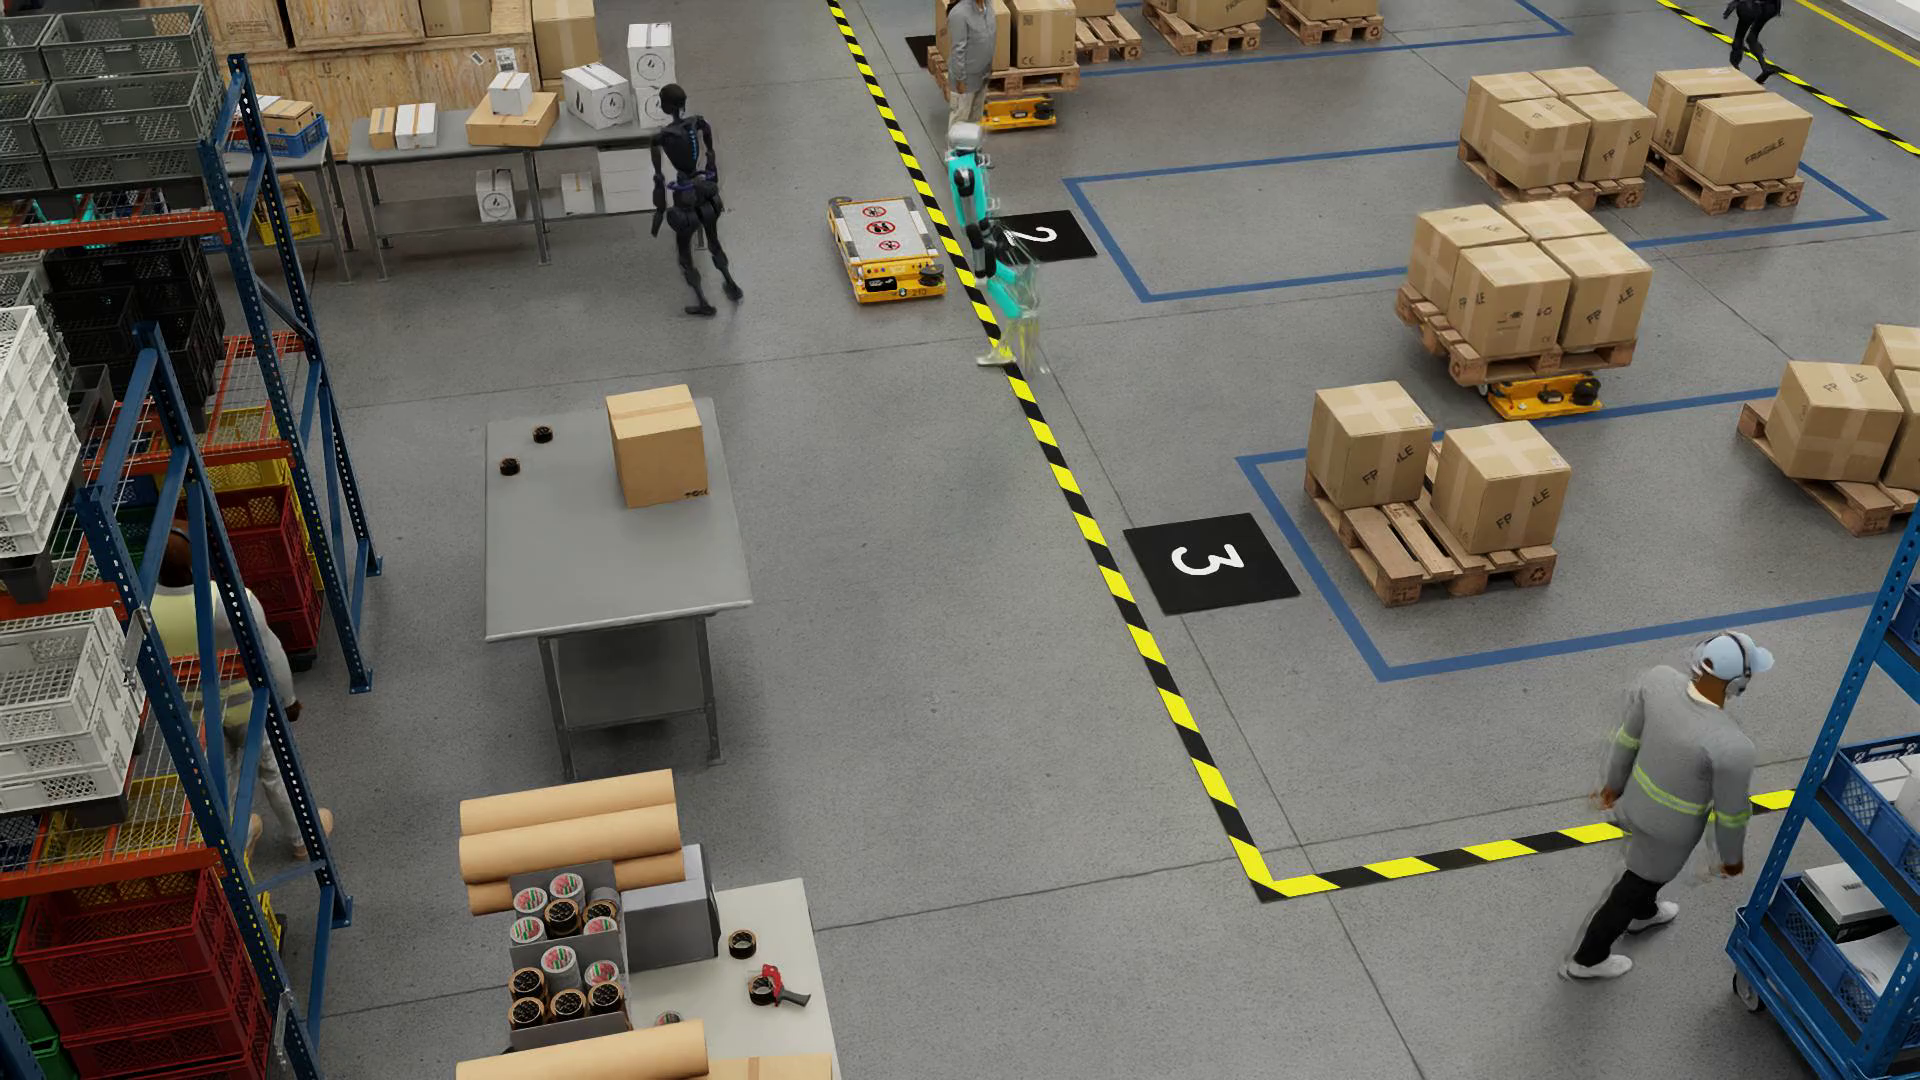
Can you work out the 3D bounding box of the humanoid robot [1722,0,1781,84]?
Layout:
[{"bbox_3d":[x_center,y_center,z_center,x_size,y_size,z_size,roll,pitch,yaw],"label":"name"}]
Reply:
[{"bbox_3d":[7.192,-4.834,14.878,0.611,1.645,0.418,-15,39,-19],"label":"humanoid robot"}]

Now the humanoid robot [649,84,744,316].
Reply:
[{"bbox_3d":[-1.854,-2.357,11.552,0.371,1.641,0.639,27,44,31],"label":"humanoid robot"}]

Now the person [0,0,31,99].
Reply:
[{"bbox_3d":[-8.428,-4.545,14.256,0.402,1.945,0.614,8,37,11],"label":"person"}]

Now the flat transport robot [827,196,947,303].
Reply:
[{"bbox_3d":[-0.570,-2.220,12.538,0.659,0.231,1.431,-8,37,-10],"label":"flat transport robot"}]

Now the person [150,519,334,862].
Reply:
[{"bbox_3d":[-3.222,0.691,7.306,0.627,1.842,0.429,-2,37,-2],"label":"person"}]

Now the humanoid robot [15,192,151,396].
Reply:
[{"bbox_3d":[-5.266,-1.406,10.131,0.531,1.692,0.742,-14,39,-18],"label":"humanoid robot"}]

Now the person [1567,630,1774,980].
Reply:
[{"bbox_3d":[2.968,1.100,6.775,0.786,1.825,0.598,-8,37,-10],"label":"person"}]

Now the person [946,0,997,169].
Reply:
[{"bbox_3d":[0.093,-3.769,13.366,0.404,1.762,0.564,19,41,24],"label":"person"}]

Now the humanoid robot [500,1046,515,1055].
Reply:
[{"bbox_3d":[-1.283,2.222,5.413,0.607,1.631,0.758,7,37,9],"label":"humanoid robot"}]

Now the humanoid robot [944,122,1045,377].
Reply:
[{"bbox_3d":[0.281,-1.820,10.864,0.762,1.880,0.544,-2,37,-2],"label":"humanoid robot"}]

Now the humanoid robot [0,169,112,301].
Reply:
[{"bbox_3d":[-5.645,-1.714,10.653,0.553,1.797,0.825,-18,40,-22],"label":"humanoid robot"}]

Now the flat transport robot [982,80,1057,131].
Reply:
[{"bbox_3d":[0.367,-4.079,15.013,0.652,0.197,1.431,-8,37,-11],"label":"flat transport robot"}]

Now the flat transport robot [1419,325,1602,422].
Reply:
[{"bbox_3d":[3.688,-1.279,11.249,0.652,0.197,1.431,-8,37,-10],"label":"flat transport robot"}]
